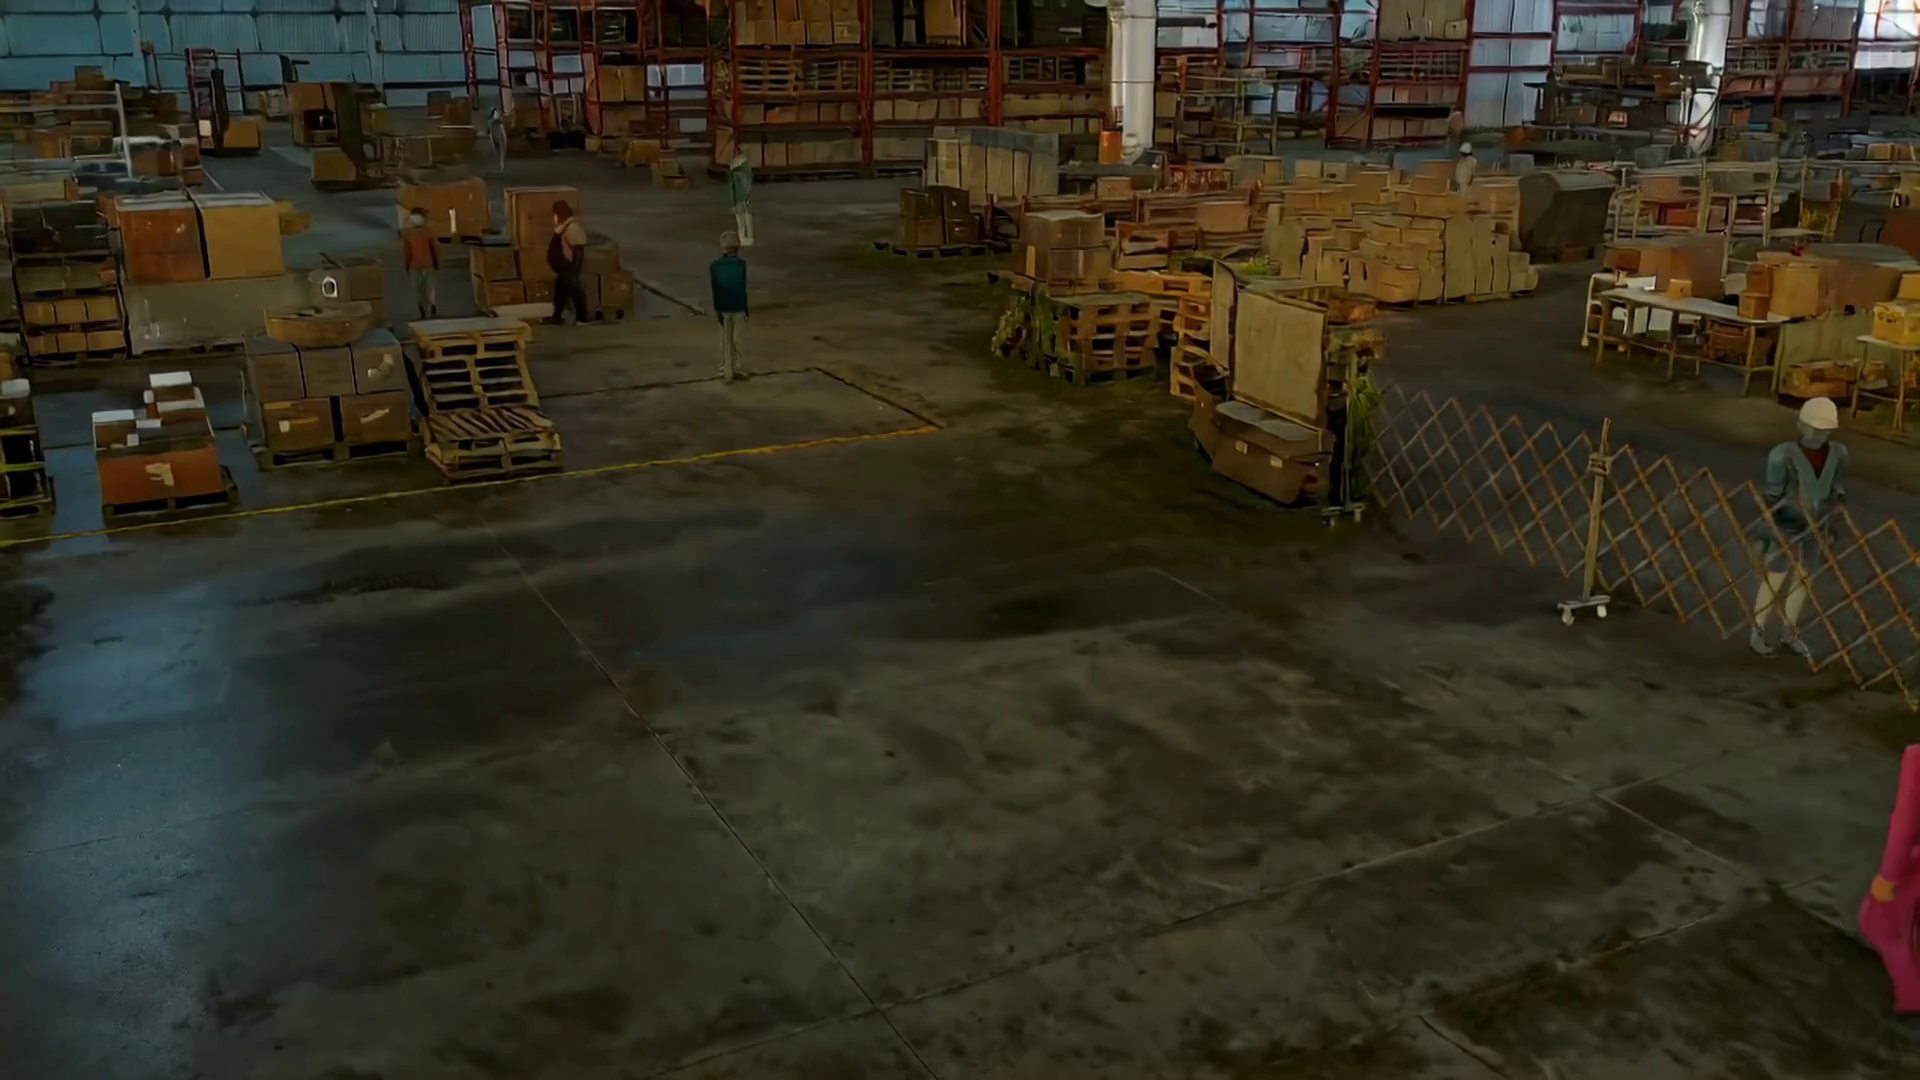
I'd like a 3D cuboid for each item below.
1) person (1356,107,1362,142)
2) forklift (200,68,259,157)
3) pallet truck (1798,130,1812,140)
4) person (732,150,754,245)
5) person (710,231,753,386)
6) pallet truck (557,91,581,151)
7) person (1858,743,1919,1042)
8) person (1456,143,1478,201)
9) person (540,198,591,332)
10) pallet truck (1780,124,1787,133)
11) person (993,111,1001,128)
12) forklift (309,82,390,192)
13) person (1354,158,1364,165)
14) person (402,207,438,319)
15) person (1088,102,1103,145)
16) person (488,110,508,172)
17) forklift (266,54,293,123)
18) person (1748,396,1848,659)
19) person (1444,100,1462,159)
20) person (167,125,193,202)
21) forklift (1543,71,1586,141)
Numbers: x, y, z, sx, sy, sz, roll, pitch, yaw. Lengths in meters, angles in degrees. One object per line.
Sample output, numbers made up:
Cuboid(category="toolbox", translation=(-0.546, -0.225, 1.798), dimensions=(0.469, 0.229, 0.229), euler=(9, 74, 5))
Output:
Cuboid(category="person", translation=(14.624, -15.280, 60.490), dimensions=(0.379, 1.617, 0.531), euler=(-1, 18, -3))
Cuboid(category="forklift", translation=(-24.369, -14.147, 54.940), dimensions=(1.873, 2.768, 1.129), euler=(-9, 20, -26))
Cuboid(category="pallet truck", translation=(25.526, -11.556, 49.408), dimensions=(1.630, 1.274, 0.653), euler=(-9, 20, -26))
Cuboid(category="person", translation=(-4.521, -7.102, 34.494), dimensions=(0.354, 1.939, 0.544), euler=(13, 22, 35))
Cuboid(category="person", translation=(-2.979, -3.029, 21.704), dimensions=(0.381, 1.994, 0.619), euler=(12, 21, 33))
Cuboid(category="pallet truck", translation=(-13.495, -14.412, 57.188), dimensions=(0.823, 1.965, 1.885), euler=(-3, 18, -9))
Cuboid(category="person", translation=(4.543, 1.498, 7.783), dimensions=(0.602, 1.870, 0.446), euler=(-5, 18, -16))
Cuboid(category="person", translation=(11.470, -8.129, 37.929), dimensions=(0.919, 1.780, 0.607), euler=(-9, 20, -25))
Cuboid(category="person", translation=(-6.089, -4.186, 25.239), dimensions=(0.942, 2.000, 0.698), euler=(-9, 20, -26))
Cuboid(category="pallet truck", translation=(25.206, -12.542, 52.601), dimensions=(1.601, 1.201, 0.680), euler=(0, 18, -2))
Cuboid(category="person", translation=(1.058, -12.681, 52.365), dimensions=(0.935, 1.637, 0.557), euler=(-8, 20, -25))
Cuboid(category="forklift", translation=(-16.507, -10.847, 44.652), dimensions=(1.873, 2.768, 1.129), euler=(-9, 20, -26))
Cuboid(category="person", translation=(8.632, -7.401, 35.891), dimensions=(0.886, 1.655, 0.540), euler=(-8, 19, -23))
Cuboid(category="person", translation=(-8.528, -4.378, 26.314), dimensions=(0.528, 1.750, 0.397), euler=(-5, 19, -16))
Cuboid(category="person", translation=(4.571, -13.927, 56.185), dimensions=(0.539, 1.674, 0.552), euler=(10, 20, 28))
Cuboid(category="person", translation=(-13.846, -11.958, 49.836), dimensions=(0.527, 1.823, 0.990), euler=(-3, 18, -10))
Cuboid(category="forklift", translation=(-28.451, -19.129, 70.472), dimensions=(1.873, 2.768, 1.129), euler=(-9, 20, -26))
Cuboid(category="person", translation=(6.301, -0.085, 12.467), dimensions=(0.612, 2.036, 0.407), euler=(-2, 18, -7))
Cuboid(category="person", translation=(15.797, -13.046, 53.062), dimensions=(0.738, 1.919, 0.633), euler=(-4, 18, -11))
Cuboid(category="person", translation=(-19.816, -9.494, 41.969), dimensions=(0.918, 1.942, 0.609), euler=(-3, 18, -11))
Cuboid(category="forklift", translation=(18.685, -13.231, 52.085), dimensions=(1.873, 2.768, 1.129), euler=(-9, 20, -26))
